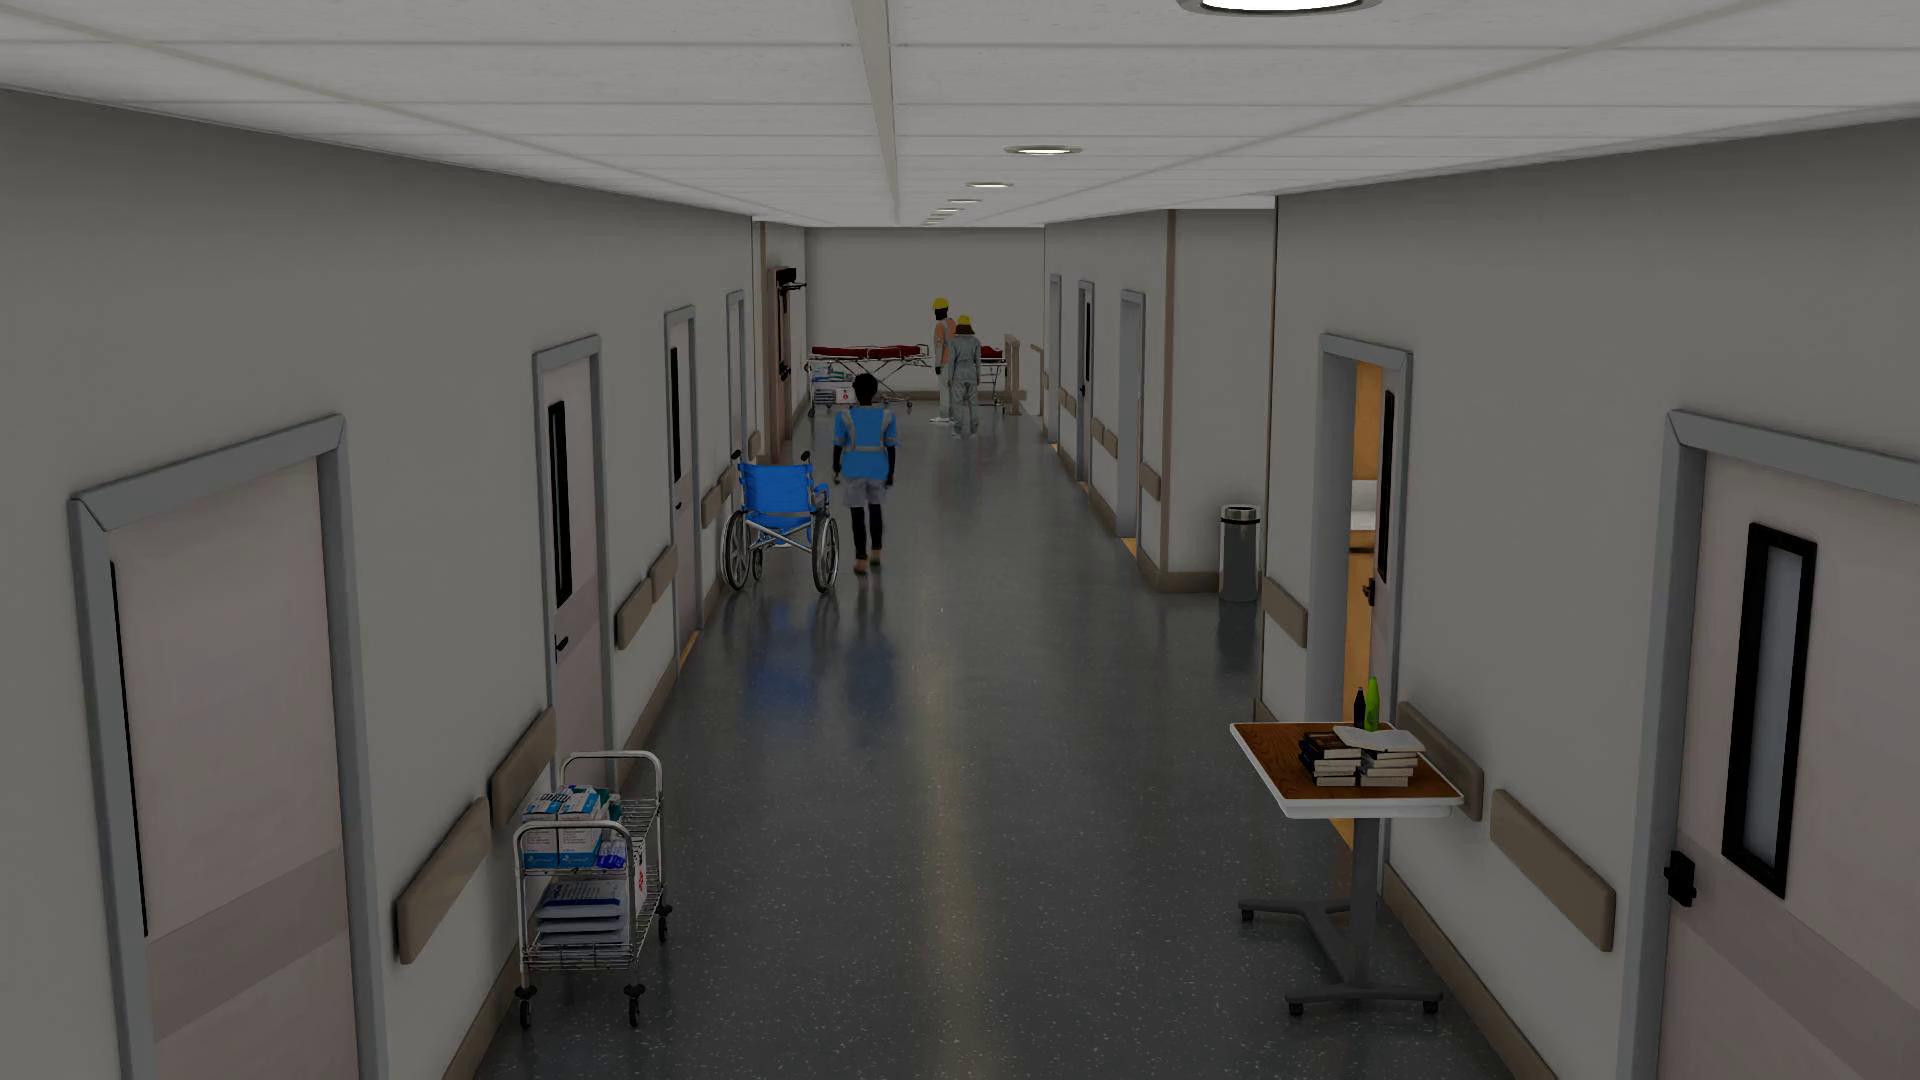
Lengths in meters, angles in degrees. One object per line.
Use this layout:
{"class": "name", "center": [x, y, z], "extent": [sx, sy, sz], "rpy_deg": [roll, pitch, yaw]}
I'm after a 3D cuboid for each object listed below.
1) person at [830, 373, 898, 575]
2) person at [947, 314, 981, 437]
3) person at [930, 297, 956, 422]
{"class": "person", "center": [-0.814, -0.564, 14.017], "extent": [0.546, 1.679, 0.594], "rpy_deg": [-3, 11, -17]}
{"class": "person", "center": [0.053, -2.344, 23.751], "extent": [0.489, 1.742, 0.313], "rpy_deg": [-3, 11, -17]}
{"class": "person", "center": [-0.257, -2.774, 25.663], "extent": [0.393, 1.918, 0.585], "rpy_deg": [5, 11, 24]}
